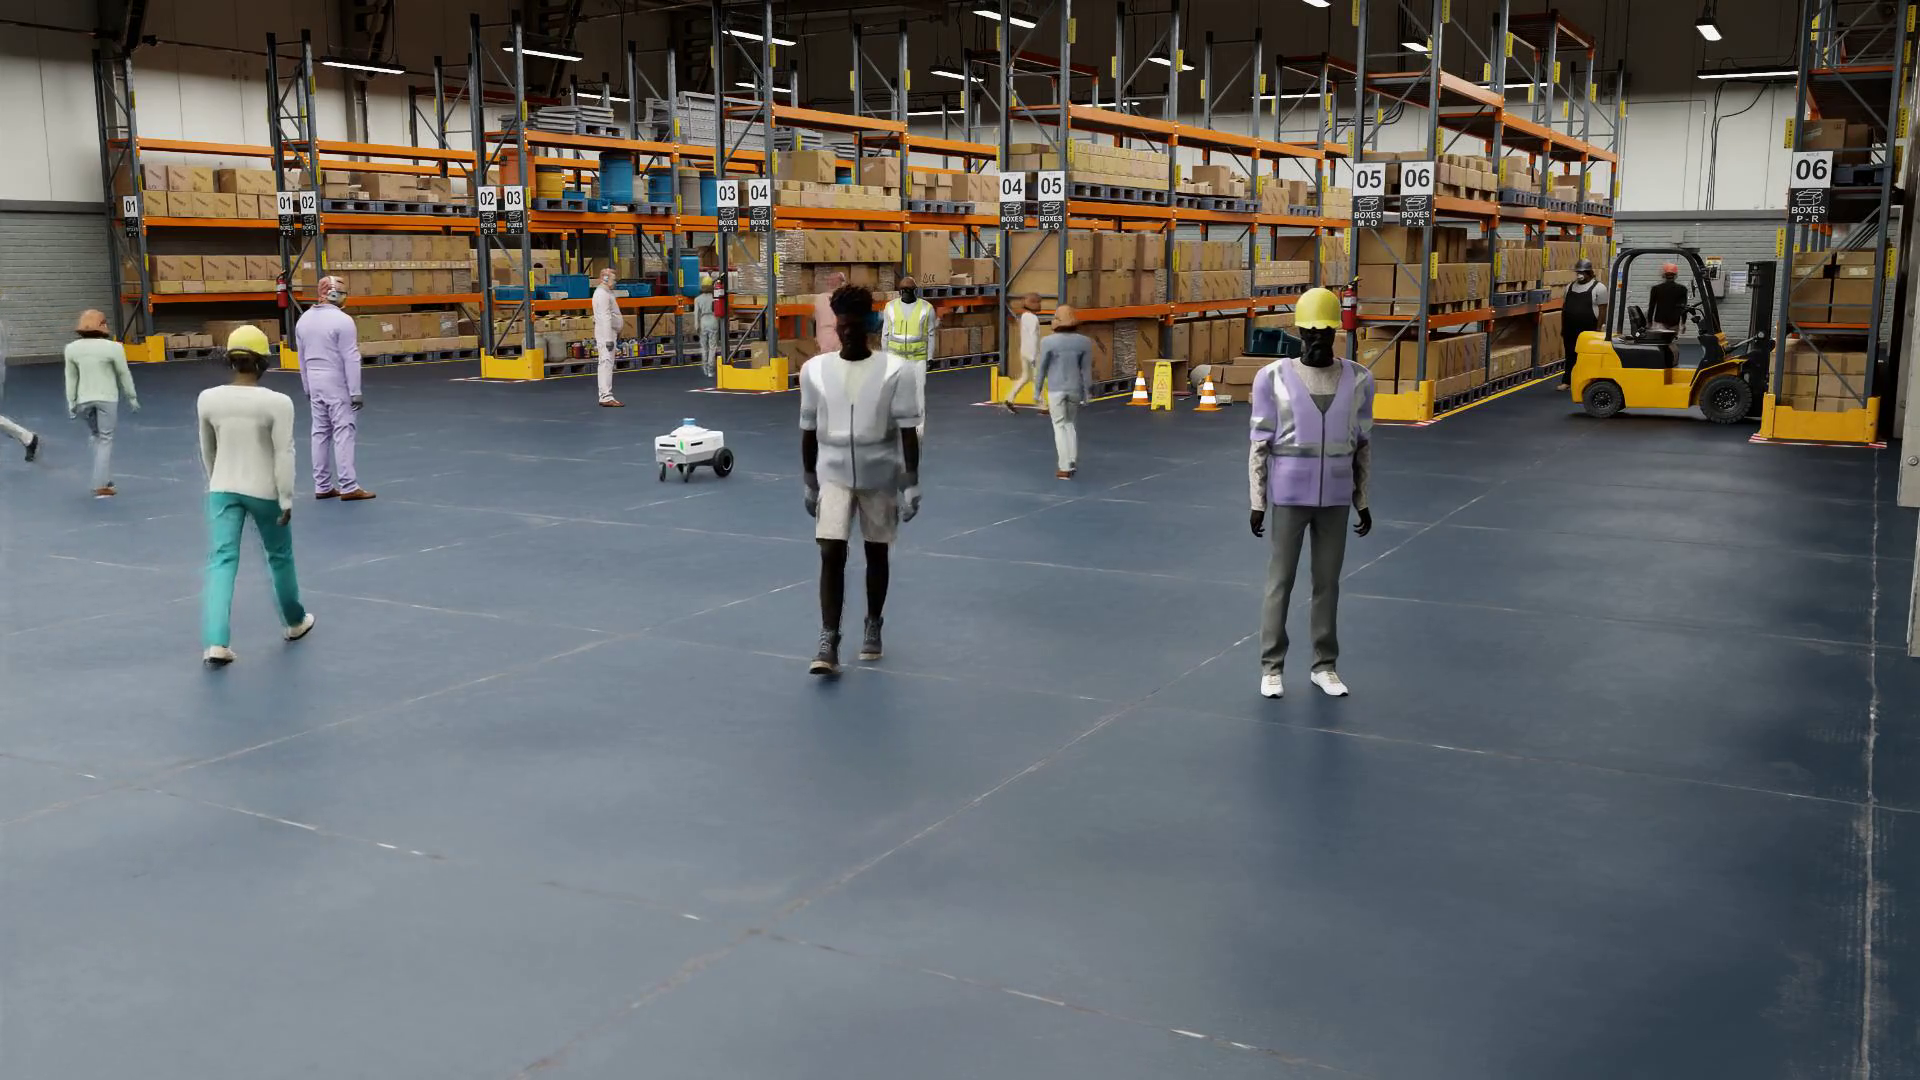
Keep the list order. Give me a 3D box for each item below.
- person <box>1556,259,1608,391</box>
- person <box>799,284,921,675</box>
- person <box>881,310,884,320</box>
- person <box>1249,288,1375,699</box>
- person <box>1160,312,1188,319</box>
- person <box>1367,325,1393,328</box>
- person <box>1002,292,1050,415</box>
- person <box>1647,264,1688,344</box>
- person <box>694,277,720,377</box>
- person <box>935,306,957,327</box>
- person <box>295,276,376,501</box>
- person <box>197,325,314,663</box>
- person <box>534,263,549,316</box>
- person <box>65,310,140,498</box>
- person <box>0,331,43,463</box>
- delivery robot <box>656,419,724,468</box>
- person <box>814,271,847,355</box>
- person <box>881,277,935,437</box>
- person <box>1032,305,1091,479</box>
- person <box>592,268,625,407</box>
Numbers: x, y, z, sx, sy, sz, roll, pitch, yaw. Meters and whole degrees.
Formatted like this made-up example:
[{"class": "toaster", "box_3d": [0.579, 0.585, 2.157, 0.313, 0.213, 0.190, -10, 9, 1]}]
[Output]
[{"class": "person", "box_3d": [9.485, -3.280, 25.442, 0.536, 2.000, 0.688, -9, 13, -43]}, {"class": "person", "box_3d": [-0.510, -0.290, 8.248, 0.635, 1.921, 0.940, 1, 10, 5]}, {"class": "person", "box_3d": [-1.298, -4.487, 33.487, 0.517, 1.707, 0.928, 5, 11, 29]}, {"class": "person", "box_3d": [1.653, -0.210, 7.799, 0.593, 1.924, 0.380, -1, 10, -6]}, {"class": "person", "box_3d": [4.316, -4.595, 33.533, 0.643, 1.908, 0.411, 6, 11, 30]}, {"class": "person", "box_3d": [7.250, -3.796, 28.483, 0.618, 2.039, 0.398, 8, 12, 38]}, {"class": "person", "box_3d": [0.911, -2.426, 21.703, 0.681, 1.610, 0.510, -3, 10, -19]}, {"class": "person", "box_3d": [12.182, -3.783, 28.674, 0.635, 1.956, 1.002, 5, 11, 27]}, {"class": "person", "box_3d": [-4.344, -3.695, 28.860, 0.491, 1.706, 0.778, 1, 10, 5]}, {"class": "person", "box_3d": [-0.300, -4.668, 34.625, 0.539, 1.676, 0.568, 2, 10, 13]}, {"class": "person", "box_3d": [-5.317, -1.284, 14.166, 0.643, 1.903, 0.399, 5, 11, 28]}, {"class": "person", "box_3d": [-3.690, -0.247, 8.641, 0.538, 1.719, 0.933, 0, 10, 0]}, {"class": "person", "box_3d": [-9.818, -5.537, 39.034, 0.587, 1.914, 0.392, 6, 12, 33]}, {"class": "person", "box_3d": [-7.431, -1.186, 14.465, 0.520, 1.608, 0.718, 0, 10, 2]}, {"class": "person", "box_3d": [-9.367, -1.573, 16.097, 0.658, 1.818, 0.592, -8, 13, -39]}, {"class": "delivery robot", "box_3d": [-2.519, -0.887, 15.505, 0.477, 0.478, 0.707, 5, 11, 26]}, {"class": "person", "box_3d": [-1.646, -2.541, 21.595, 0.636, 1.884, 0.849, 5, 11, 27]}, {"class": "person", "box_3d": [-0.597, -2.099, 19.131, 0.621, 1.838, 0.429, 1, 10, 4]}, {"class": "person", "box_3d": [0.945, -1.379, 15.564, 0.503, 1.615, 0.500, -4, 10, -22]}, {"class": "person", "box_3d": [-4.857, -2.791, 22.984, 0.410, 1.905, 0.641, -3, 10, -17]}]
